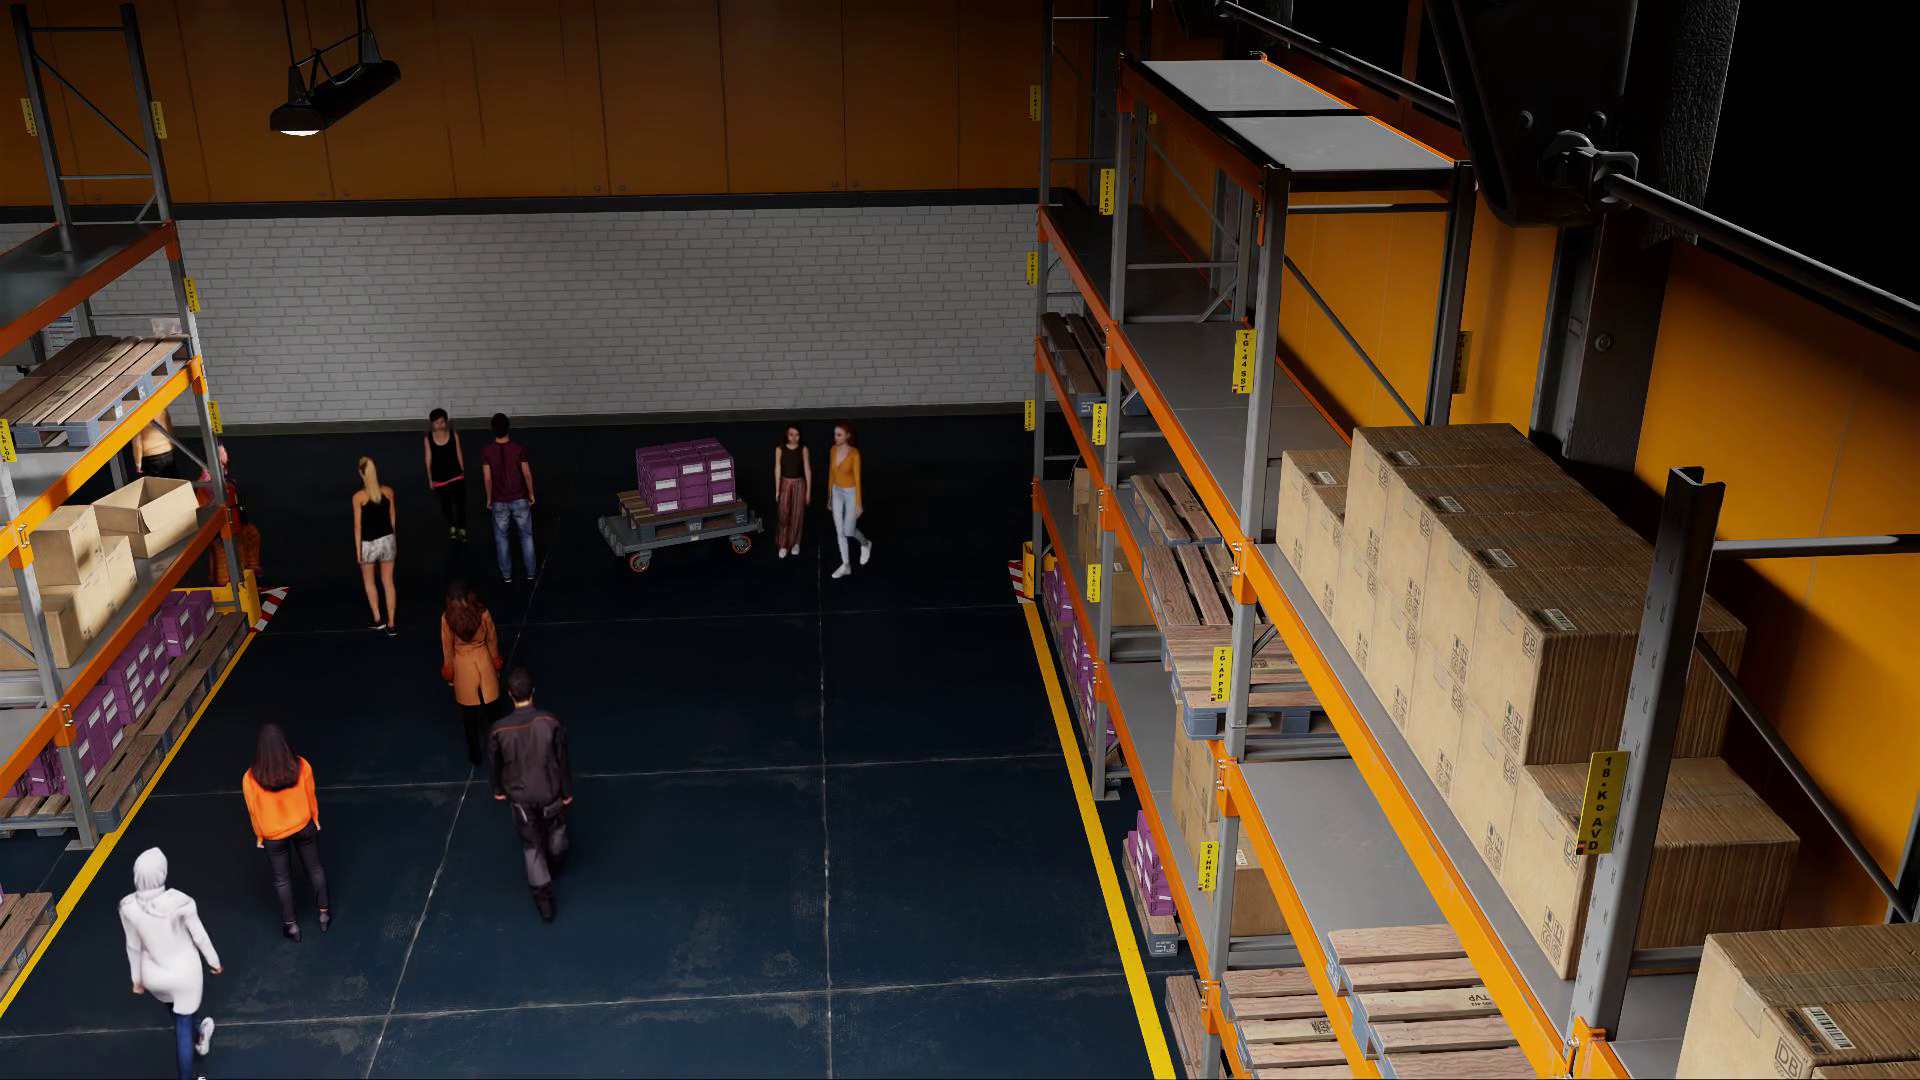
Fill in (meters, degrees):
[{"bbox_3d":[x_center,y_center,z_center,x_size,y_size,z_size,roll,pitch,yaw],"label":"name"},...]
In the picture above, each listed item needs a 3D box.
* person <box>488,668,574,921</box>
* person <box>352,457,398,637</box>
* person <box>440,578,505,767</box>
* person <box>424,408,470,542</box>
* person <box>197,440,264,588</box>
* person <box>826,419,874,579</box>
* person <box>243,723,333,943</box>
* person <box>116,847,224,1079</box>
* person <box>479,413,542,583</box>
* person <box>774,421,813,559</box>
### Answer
[{"bbox_3d":[-3.083,1.880,12.076,0.862,1.909,1.137,-6,24,-14],"label":"person"},{"bbox_3d":[-5.666,0.081,16.298,0.734,1.825,0.764,-19,30,-37],"label":"person"},{"bbox_3d":[-4.110,1.113,14.064,0.736,1.723,0.683,-8,25,-18],"label":"person"},{"bbox_3d":[-5.731,-0.756,18.574,0.607,1.535,0.683,-7,25,-15],"label":"person"},{"bbox_3d":[-7.723,-0.268,17.310,0.724,1.653,0.698,-3,24,-8],"label":"person"},{"bbox_3d":[-1.151,-0.454,17.629,0.873,1.738,0.943,17,29,34],"label":"person"},{"bbox_3d":[-4.778,2.071,11.840,0.704,1.749,0.710,-15,28,-30],"label":"person"},{"bbox_3d":[-4.901,2.754,10.278,0.684,1.749,0.991,0,24,-1],"label":"person"},{"bbox_3d":[-4.734,-0.455,17.481,0.687,1.859,0.601,-6,24,-13],"label":"person"},{"bbox_3d":[-1.815,-0.590,18.175,0.619,1.550,0.617,1,24,1],"label":"person"}]
